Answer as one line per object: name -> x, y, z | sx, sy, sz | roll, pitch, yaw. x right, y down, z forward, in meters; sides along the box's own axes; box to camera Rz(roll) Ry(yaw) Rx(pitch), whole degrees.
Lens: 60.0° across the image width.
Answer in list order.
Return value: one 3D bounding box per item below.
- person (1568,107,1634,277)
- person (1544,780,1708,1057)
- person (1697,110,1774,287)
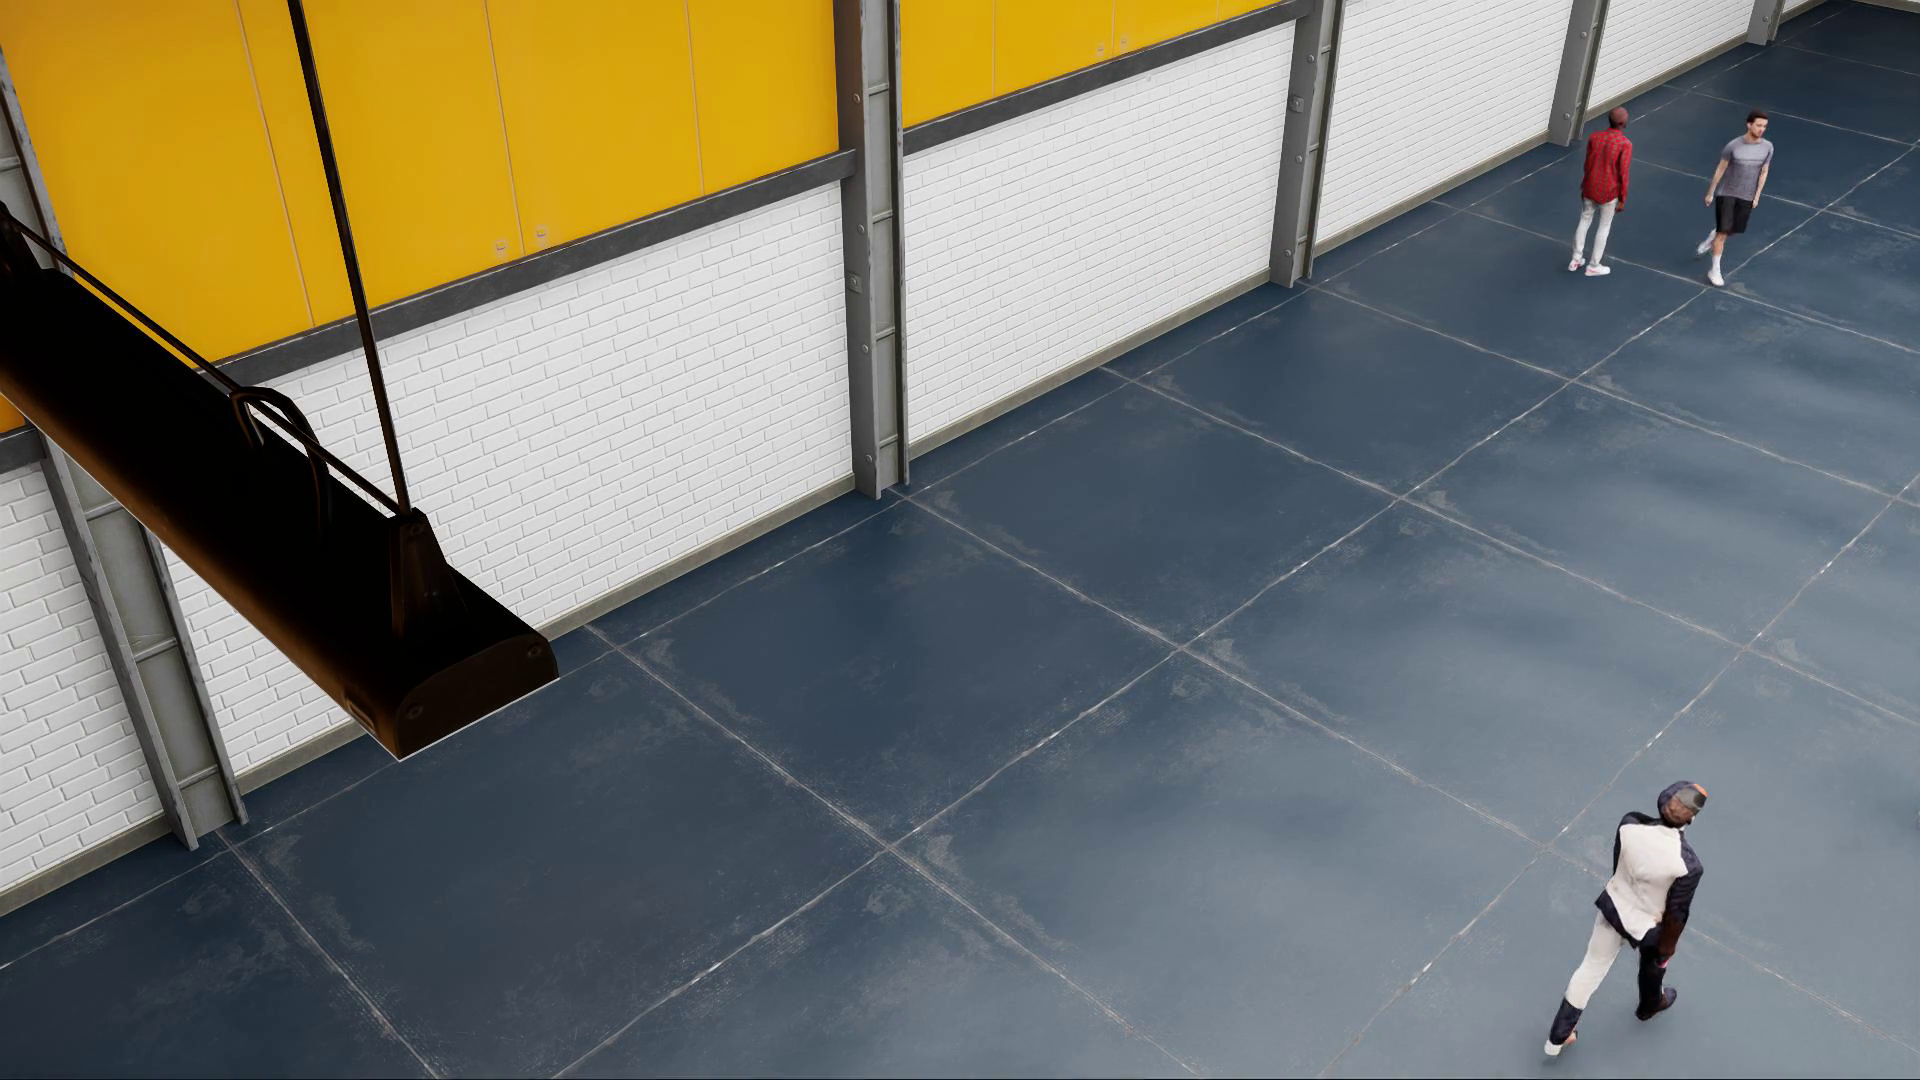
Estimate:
person -> 6.819, -3.713, 17.662 | 0.601, 1.819, 0.693 | -23, 40, -30
person -> 3.565, 2.070, 8.934 | 1.225, 1.851, 0.804 | -22, 40, -30
person -> 8.161, -3.667, 17.585 | 1.089, 1.829, 1.185 | 3, 34, 5
